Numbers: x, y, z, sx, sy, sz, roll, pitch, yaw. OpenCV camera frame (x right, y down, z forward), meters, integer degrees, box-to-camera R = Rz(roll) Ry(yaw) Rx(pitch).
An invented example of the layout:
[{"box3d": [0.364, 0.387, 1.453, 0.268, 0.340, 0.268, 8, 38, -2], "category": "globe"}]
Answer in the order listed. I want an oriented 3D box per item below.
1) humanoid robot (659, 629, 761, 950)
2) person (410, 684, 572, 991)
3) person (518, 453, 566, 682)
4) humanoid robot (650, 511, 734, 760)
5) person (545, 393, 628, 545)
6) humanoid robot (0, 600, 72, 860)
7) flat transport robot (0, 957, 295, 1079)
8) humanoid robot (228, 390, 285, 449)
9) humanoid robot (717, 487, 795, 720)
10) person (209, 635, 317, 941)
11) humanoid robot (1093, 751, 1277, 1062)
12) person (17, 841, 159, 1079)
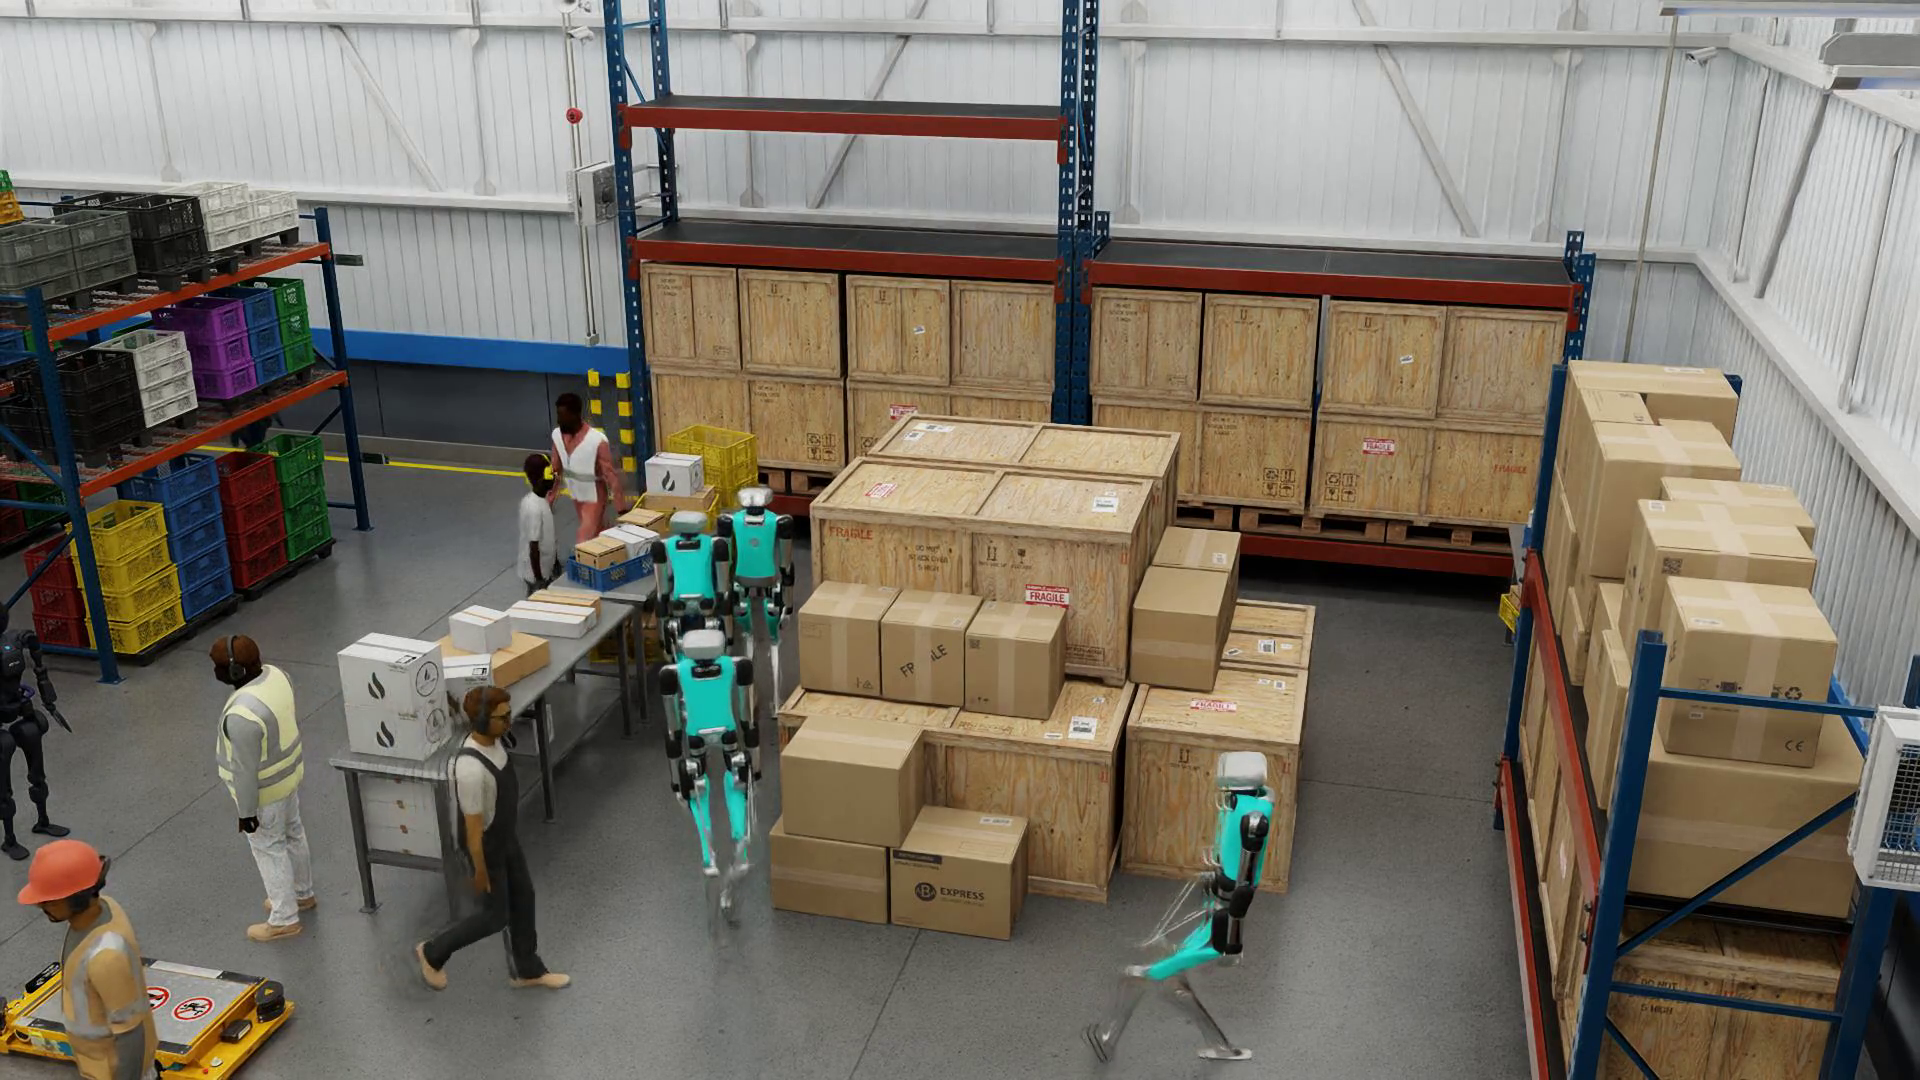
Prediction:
[{"box3d": [-1.340, 1.452, 9.260, 0.530, 1.829, 0.800, -5, 21, -13], "category": "humanoid robot"}, {"box3d": [-2.513, 1.595, 8.703, 0.741, 1.820, 0.509, -1, 21, -2], "category": "person"}, {"box3d": [-3.054, 0.292, 12.094, 0.338, 1.835, 0.635, -4, 21, -9], "category": "person"}, {"box3d": [-1.797, 0.720, 11.138, 0.545, 1.735, 1.061, 0, 21, -1], "category": "humanoid robot"}, {"box3d": [-3.084, -0.335, 13.702, 0.615, 1.857, 1.020, 16, 26, 37], "category": "person"}, {"box3d": [-5.766, 1.115, 10.141, 0.315, 1.653, 0.599, 10, 23, 24], "category": "humanoid robot"}, {"box3d": [-4.270, 2.464, 8.601, 1.431, 0.231, 0.659, 5, 22, 13], "category": "flat transport robot"}, {"box3d": [-6.837, -1.186, 16.208, 0.710, 1.635, 0.612, 8, 22, 21], "category": "humanoid robot"}, {"box3d": [-1.427, 0.388, 11.889, 0.548, 1.750, 0.679, -1, 21, -2], "category": "humanoid robot"}, {"box3d": [-3.888, 1.371, 9.278, 0.429, 1.834, 0.630, -1, 21, -2], "category": "person"}, {"box3d": [1.042, 1.845, 8.193, 0.930, 1.787, 0.554, 2, 21, 5], "category": "humanoid robot"}, {"box3d": [-3.554, 2.150, 6.940, 0.379, 2.040, 0.614, -14, 25, -32], "category": "person"}]
